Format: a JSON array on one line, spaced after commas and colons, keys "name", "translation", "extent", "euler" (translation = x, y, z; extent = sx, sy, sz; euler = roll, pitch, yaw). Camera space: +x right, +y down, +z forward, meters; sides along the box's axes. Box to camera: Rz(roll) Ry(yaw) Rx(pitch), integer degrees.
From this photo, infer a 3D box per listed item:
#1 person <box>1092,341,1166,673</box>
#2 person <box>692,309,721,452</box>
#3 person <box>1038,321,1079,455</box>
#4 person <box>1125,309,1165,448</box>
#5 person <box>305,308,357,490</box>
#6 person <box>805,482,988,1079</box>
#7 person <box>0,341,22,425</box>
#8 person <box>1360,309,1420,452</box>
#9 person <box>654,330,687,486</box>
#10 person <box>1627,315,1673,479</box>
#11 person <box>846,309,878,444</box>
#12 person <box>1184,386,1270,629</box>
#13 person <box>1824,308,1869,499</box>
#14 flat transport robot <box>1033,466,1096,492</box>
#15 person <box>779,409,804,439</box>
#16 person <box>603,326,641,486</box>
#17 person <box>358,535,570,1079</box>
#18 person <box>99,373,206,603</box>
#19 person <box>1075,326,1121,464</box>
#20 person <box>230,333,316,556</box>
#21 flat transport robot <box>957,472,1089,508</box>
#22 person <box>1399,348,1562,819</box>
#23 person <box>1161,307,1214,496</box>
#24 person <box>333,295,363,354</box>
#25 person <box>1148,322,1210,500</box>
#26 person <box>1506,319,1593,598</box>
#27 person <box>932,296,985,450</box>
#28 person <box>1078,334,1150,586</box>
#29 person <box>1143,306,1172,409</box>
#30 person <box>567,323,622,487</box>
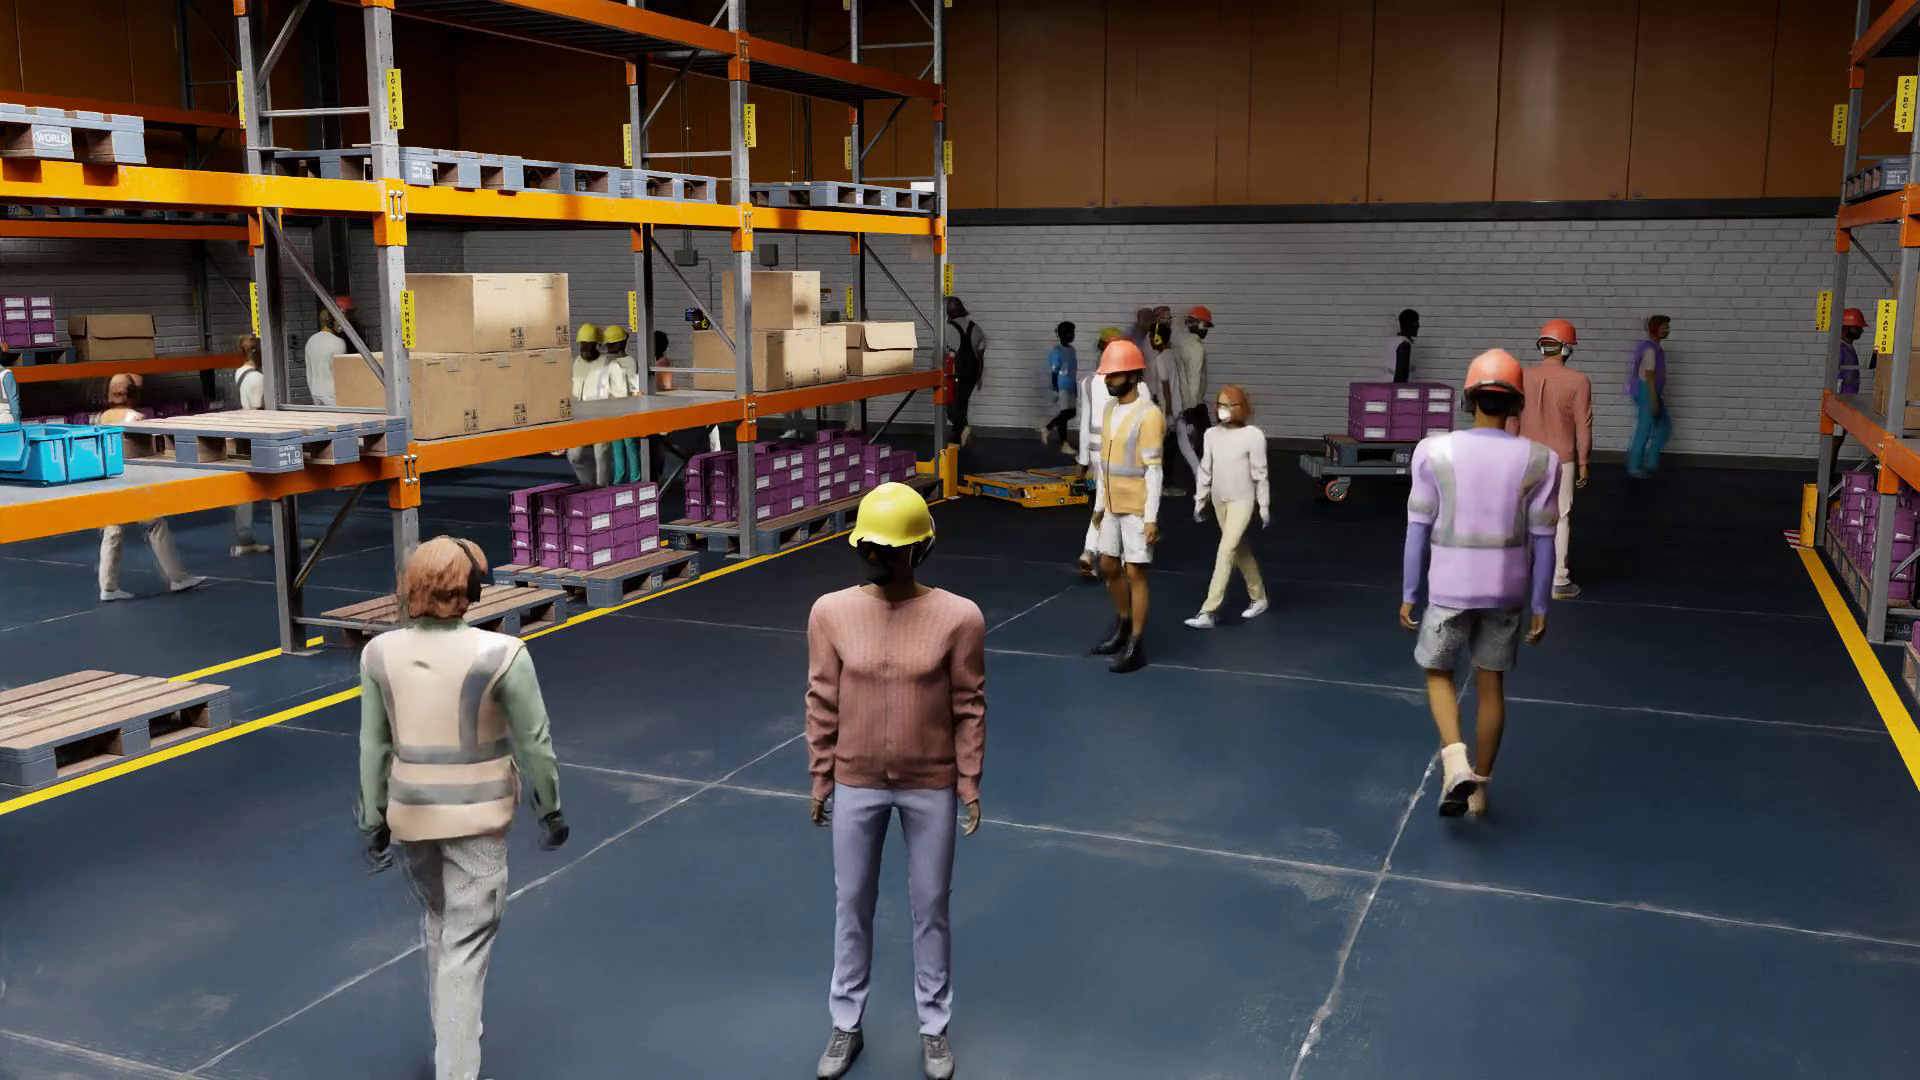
[{"name": "person", "translation": [1.011, -0.197, 9.757], "extent": [0.499, 1.938, 0.735], "euler": [-5, 11, -28]}, {"name": "person", "translation": [-3.000, -1.801, 19.716], "extent": [0.318, 1.862, 0.518], "euler": [-2, 10, -10]}, {"name": "person", "translation": [1.236, -1.908, 20.887], "extent": [0.575, 1.676, 0.555], "euler": [5, 11, 28]}, {"name": "person", "translation": [2.213, -1.891, 20.304], "extent": [1.078, 1.837, 0.669], "euler": [7, 12, 37]}, {"name": "person", "translation": [-6.648, -1.490, 17.592], "extent": [0.629, 1.937, 0.379], "euler": [7, 12, 36]}, {"name": "person", "translation": [-0.185, 0.705, 4.810], "extent": [0.526, 1.765, 0.329], "euler": [1, 9, 4]}, {"name": "person", "translation": [-9.425, -1.140, 16.364], "extent": [0.510, 1.640, 0.308], "euler": [4, 10, 24]}, {"name": "person", "translation": [5.115, -1.745, 19.342], "extent": [0.984, 1.877, 0.606], "euler": [2, 9, 9]}, {"name": "person", "translation": [-3.178, -1.421, 17.904], "extent": [0.550, 1.683, 0.545], "euler": [-3, 10, -17]}, {"name": "person", "translation": [7.703, -1.567, 18.386], "extent": [0.594, 1.823, 0.594], "euler": [5, 11, 27]}, {"name": "person", "translation": [-1.284, -2.070, 21.424], "extent": [0.557, 1.828, 0.950], "euler": [-7, 11, -35]}, {"name": "person", "translation": [1.802, -0.228, 10.987], "extent": [0.866, 1.585, 0.527], "euler": [-7, 12, -38]}, {"name": "person", "translation": [9.027, -1.394, 17.001], "extent": [0.358, 1.937, 0.548], "euler": [7, 12, 36]}, {"name": "flat transport robot", "translation": [1.354, -0.651, 17.534], "extent": [1.431, 0.197, 0.652], "euler": [-6, 11, -31]}, {"name": "person", "translation": [-2.346, -2.175, 22.720], "extent": [0.466, 1.620, 0.519], "euler": [0, 9, -2]}, {"name": "person", "translation": [-3.494, -1.318, 17.087], "extent": [0.524, 1.759, 0.328], "euler": [9, 13, 42]}, {"name": "person", "translation": [-1.392, 0.791, 4.746], "extent": [0.536, 1.617, 0.666], "euler": [2, 10, 15]}, {"name": "person", "translation": [-5.832, -0.379, 11.856], "extent": [0.536, 1.605, 0.786], "euler": [5, 11, 29]}, {"name": "person", "translation": [1.581, -1.513, 18.391], "extent": [0.460, 1.711, 0.506], "euler": [0, 9, 3]}, {"name": "person", "translation": [-5.691, -0.788, 13.677], "extent": [0.534, 1.820, 0.751], "euler": [7, 12, 38]}, {"name": "flat transport robot", "translation": [0.617, -0.525, 16.772], "extent": [0.652, 0.197, 1.431], "euler": [-6, 11, -31]}, {"name": "person", "translation": [2.176, 0.216, 6.975], "extent": [0.629, 2.026, 0.572], "euler": [2, 9, 9]}, {"name": "person", "translation": [2.475, -1.409, 17.073], "extent": [0.963, 1.939, 0.610], "euler": [-3, 10, -18]}, {"name": "person", "translation": [-7.976, -2.218, 21.843], "extent": [0.522, 1.981, 0.633], "euler": [1, 9, 3]}, {"name": "person", "translation": [2.185, -1.287, 16.801], "extent": [0.835, 1.811, 0.548], "euler": [6, 11, 34]}, {"name": "person", "translation": [4.227, -0.584, 11.924], "extent": [0.623, 1.990, 0.400], "euler": [9, 13, 44]}, {"name": "person", "translation": [0.010, -2.123, 21.107], "extent": [0.694, 2.000, 0.773], "euler": [-6, 11, -31]}, {"name": "person", "translation": [1.137, -0.575, 12.233], "extent": [0.615, 1.871, 0.443], "euler": [8, 12, 39]}, {"name": "person", "translation": [2.305, -1.747, 19.233], "extent": [0.399, 1.908, 0.643], "euler": [1, 9, 6]}, {"name": "person", "translation": [-3.531, -1.166, 15.967], "extent": [0.622, 1.817, 0.433], "euler": [3, 10, 15]}]
